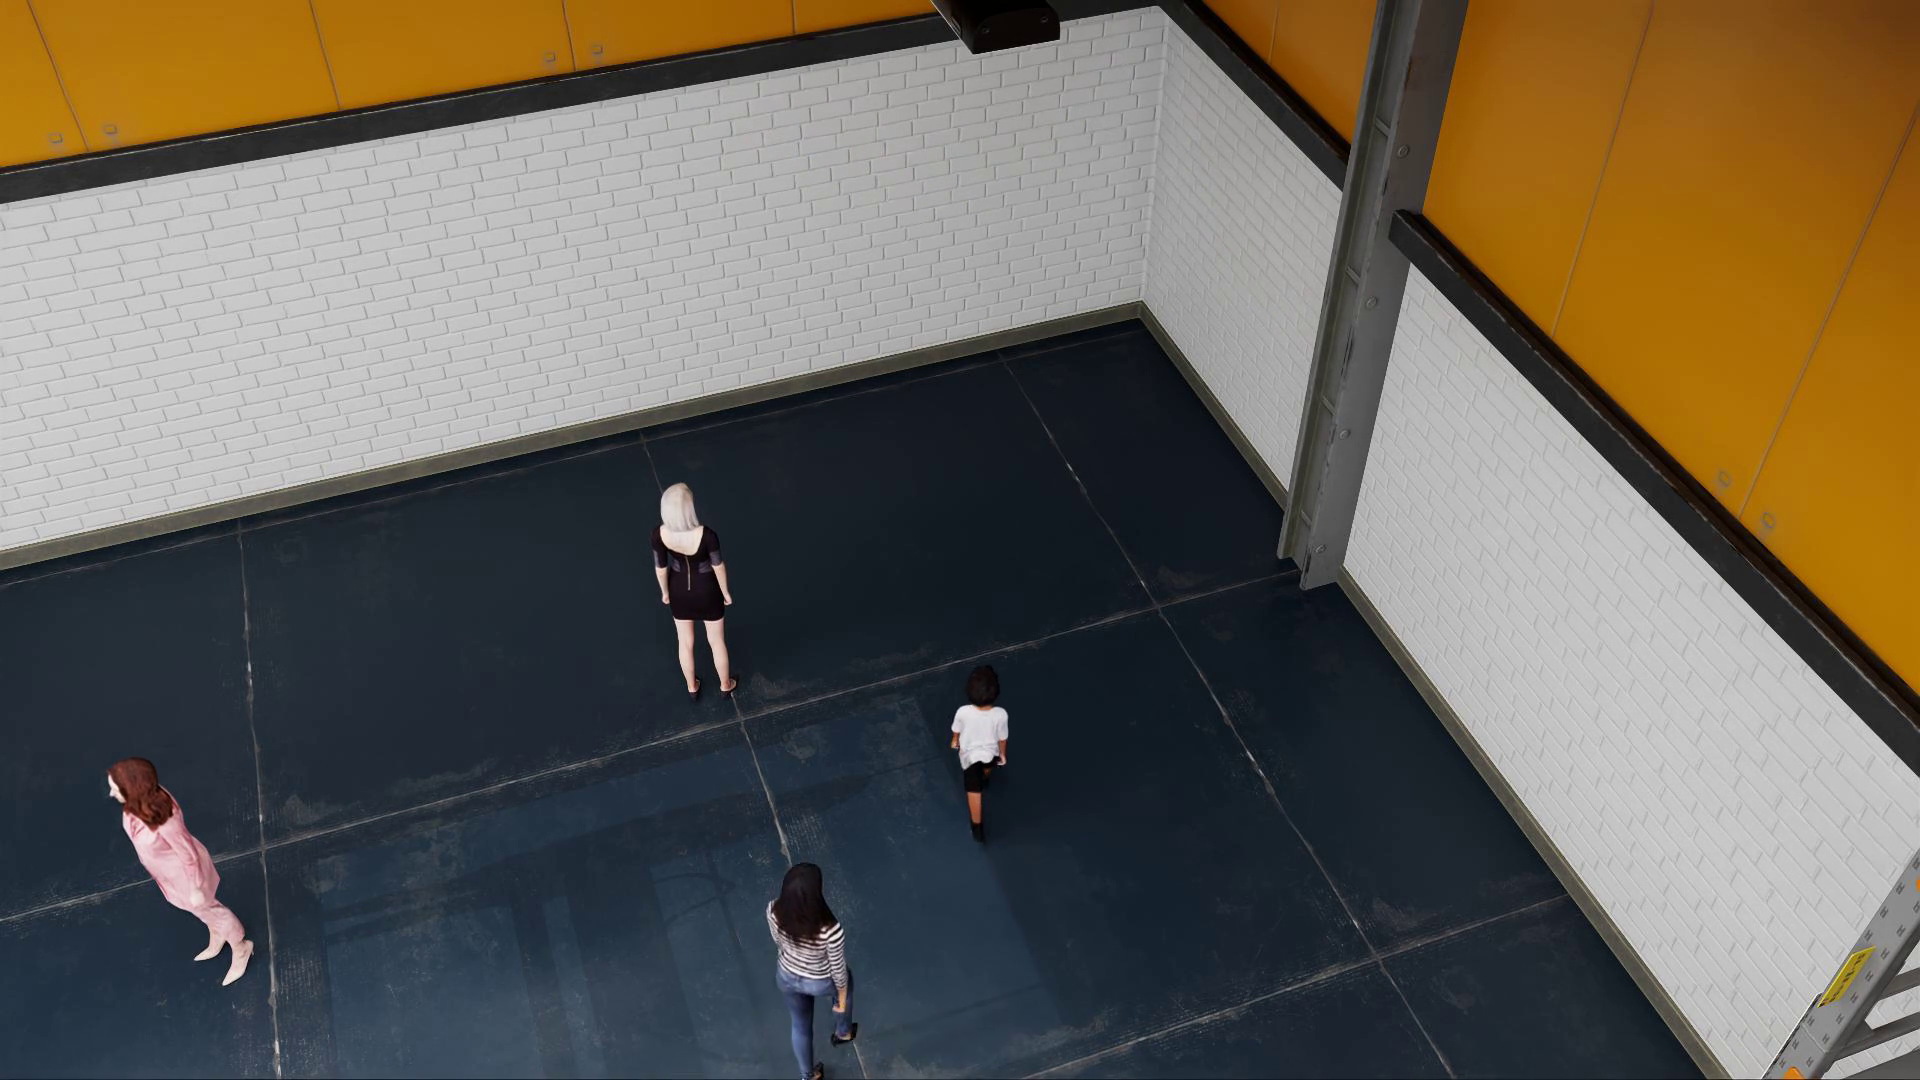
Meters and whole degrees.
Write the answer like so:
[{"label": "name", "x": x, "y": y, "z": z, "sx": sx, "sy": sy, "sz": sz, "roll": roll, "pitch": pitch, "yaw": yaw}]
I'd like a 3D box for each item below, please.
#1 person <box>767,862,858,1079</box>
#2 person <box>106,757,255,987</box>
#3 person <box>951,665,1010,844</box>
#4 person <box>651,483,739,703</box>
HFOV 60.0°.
[{"label": "person", "x": -0.799, "y": 2.299, "z": 8.418, "sx": 0.785, "sy": 1.780, "sz": 0.858, "roll": 12, "pitch": 45, "yaw": 12}, {"label": "person", "x": -4.191, "y": 1.762, "z": 8.964, "sx": 0.630, "sy": 1.803, "sz": 0.746, "roll": 30, "pitch": 51, "yaw": 27}, {"label": "person", "x": 0.118, "y": 1.278, "z": 9.883, "sx": 0.657, "sy": 1.238, "sz": 0.934, "roll": -2, "pitch": 44, "yaw": -2}, {"label": "person", "x": -1.664, "y": 0.341, "z": 10.437, "sx": 0.655, "sy": 1.830, "sz": 0.624, "roll": 2, "pitch": 44, "yaw": 2}]
